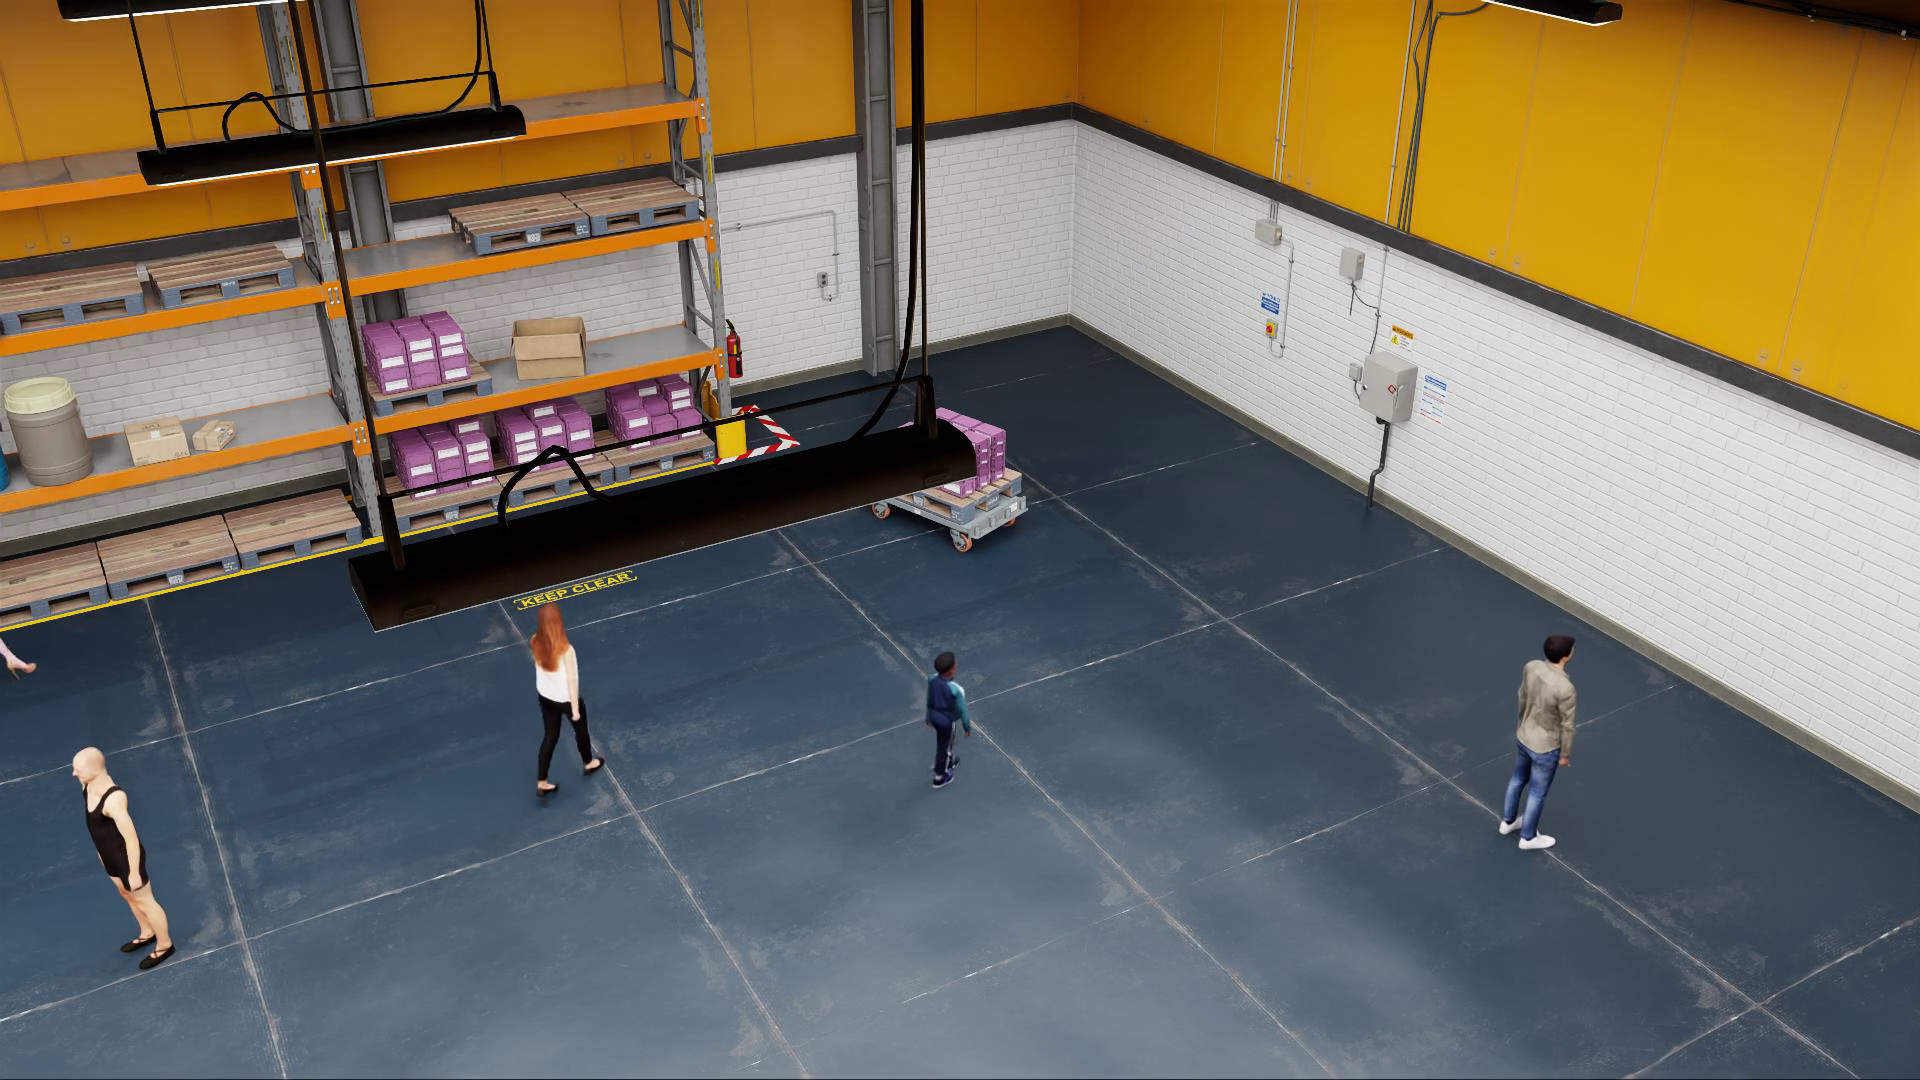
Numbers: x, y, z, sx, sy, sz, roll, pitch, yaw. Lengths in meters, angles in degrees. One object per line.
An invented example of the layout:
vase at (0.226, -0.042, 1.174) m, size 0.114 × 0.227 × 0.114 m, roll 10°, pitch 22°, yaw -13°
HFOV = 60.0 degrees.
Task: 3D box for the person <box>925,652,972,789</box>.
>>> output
person at (-0.165, 1.475, 13.489) m, size 0.621 × 1.244 × 0.690 m, roll 23°, pitch 36°, yaw 36°

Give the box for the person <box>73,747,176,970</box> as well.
person at (-5.829, 2.189, 11.583) m, size 0.712 × 1.815 × 0.628 m, roll 22°, pitch 36°, yaw 35°

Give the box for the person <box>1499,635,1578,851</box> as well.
person at (4.431, 1.532, 12.736) m, size 0.598 × 1.864 × 0.725 m, roll -12°, pitch 31°, yaw -21°

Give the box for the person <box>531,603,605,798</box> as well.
person at (-3.270, 1.305, 13.319) m, size 0.925 × 1.705 × 1.053 m, roll 13°, pitch 31°, yaw 22°
